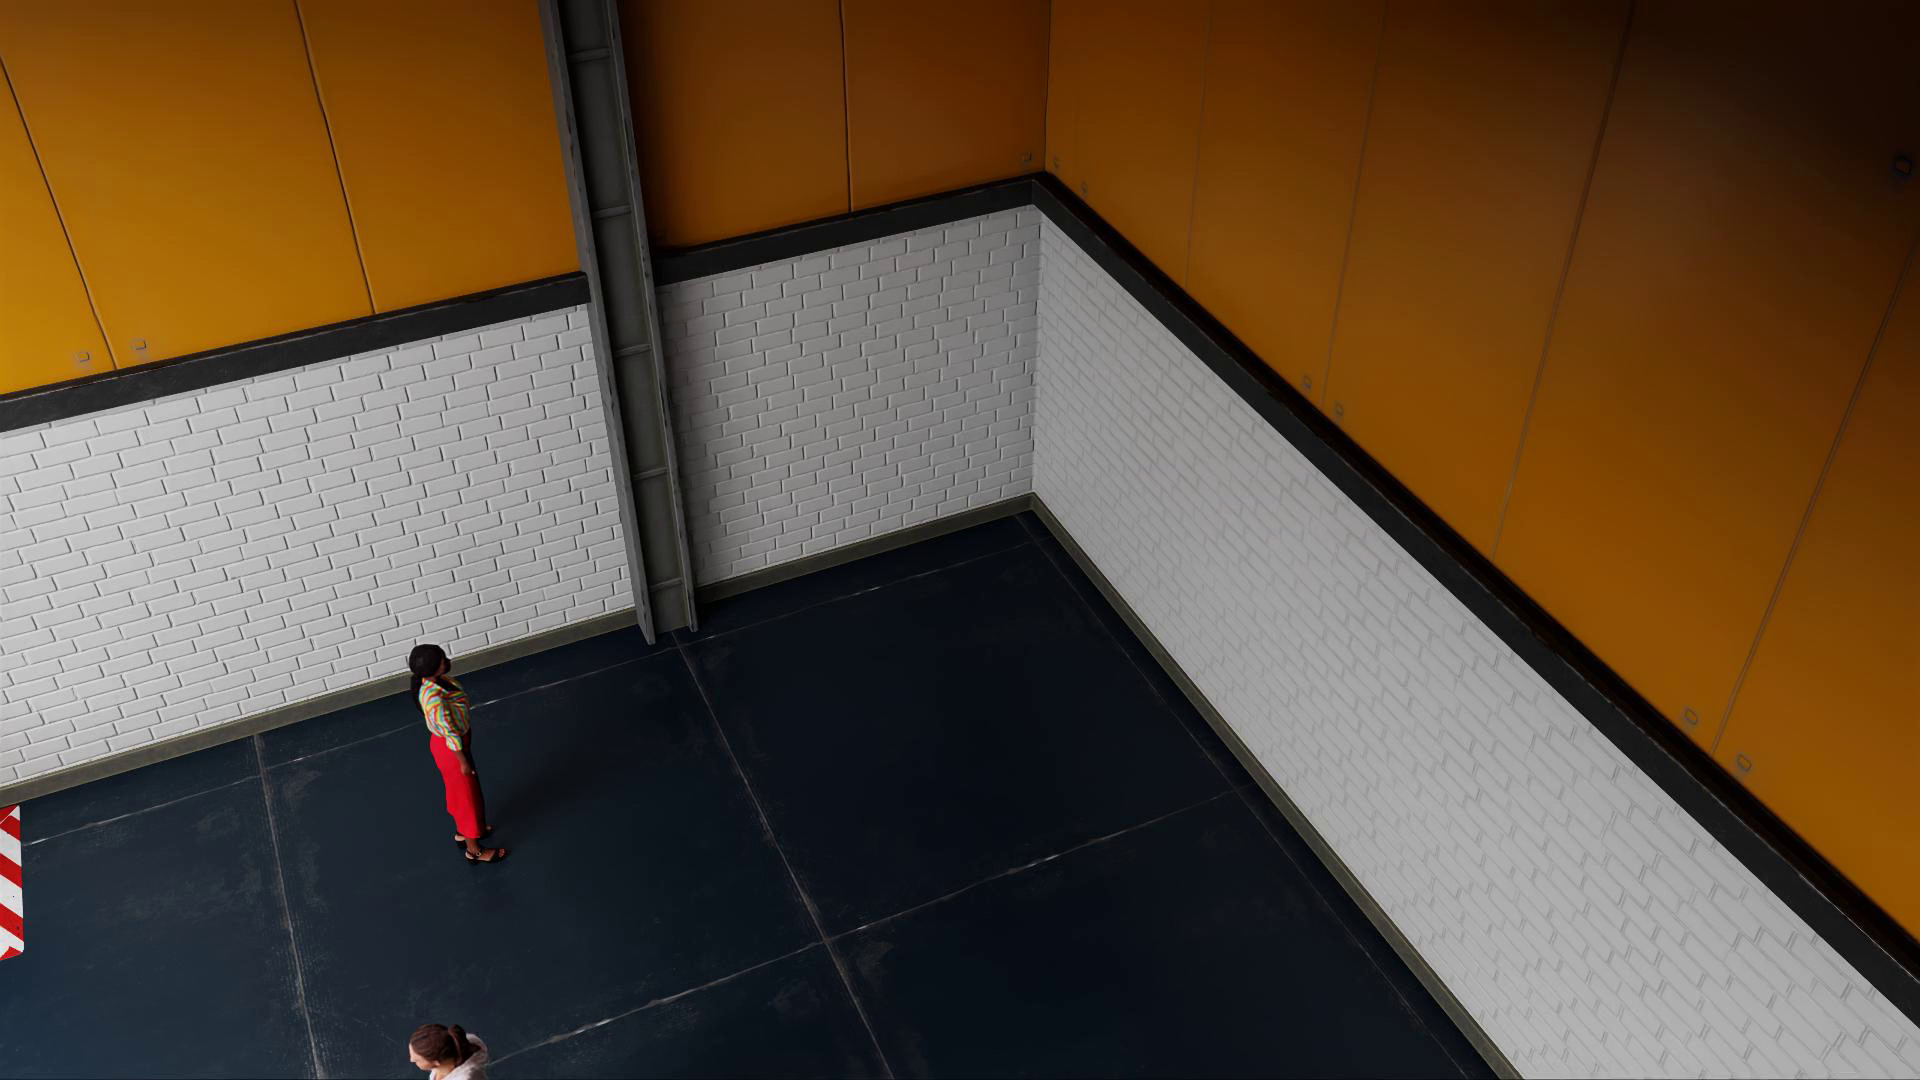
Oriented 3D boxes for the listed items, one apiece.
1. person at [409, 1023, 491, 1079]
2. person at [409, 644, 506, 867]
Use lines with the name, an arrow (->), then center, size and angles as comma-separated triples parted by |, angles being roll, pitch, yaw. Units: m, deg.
person -> -2.352, 2.964, 8.430 | 0.949, 1.653, 0.651 | -18, 42, -21
person -> -3.158, 1.333, 10.359 | 0.558, 1.793, 0.614 | -21, 43, -24
